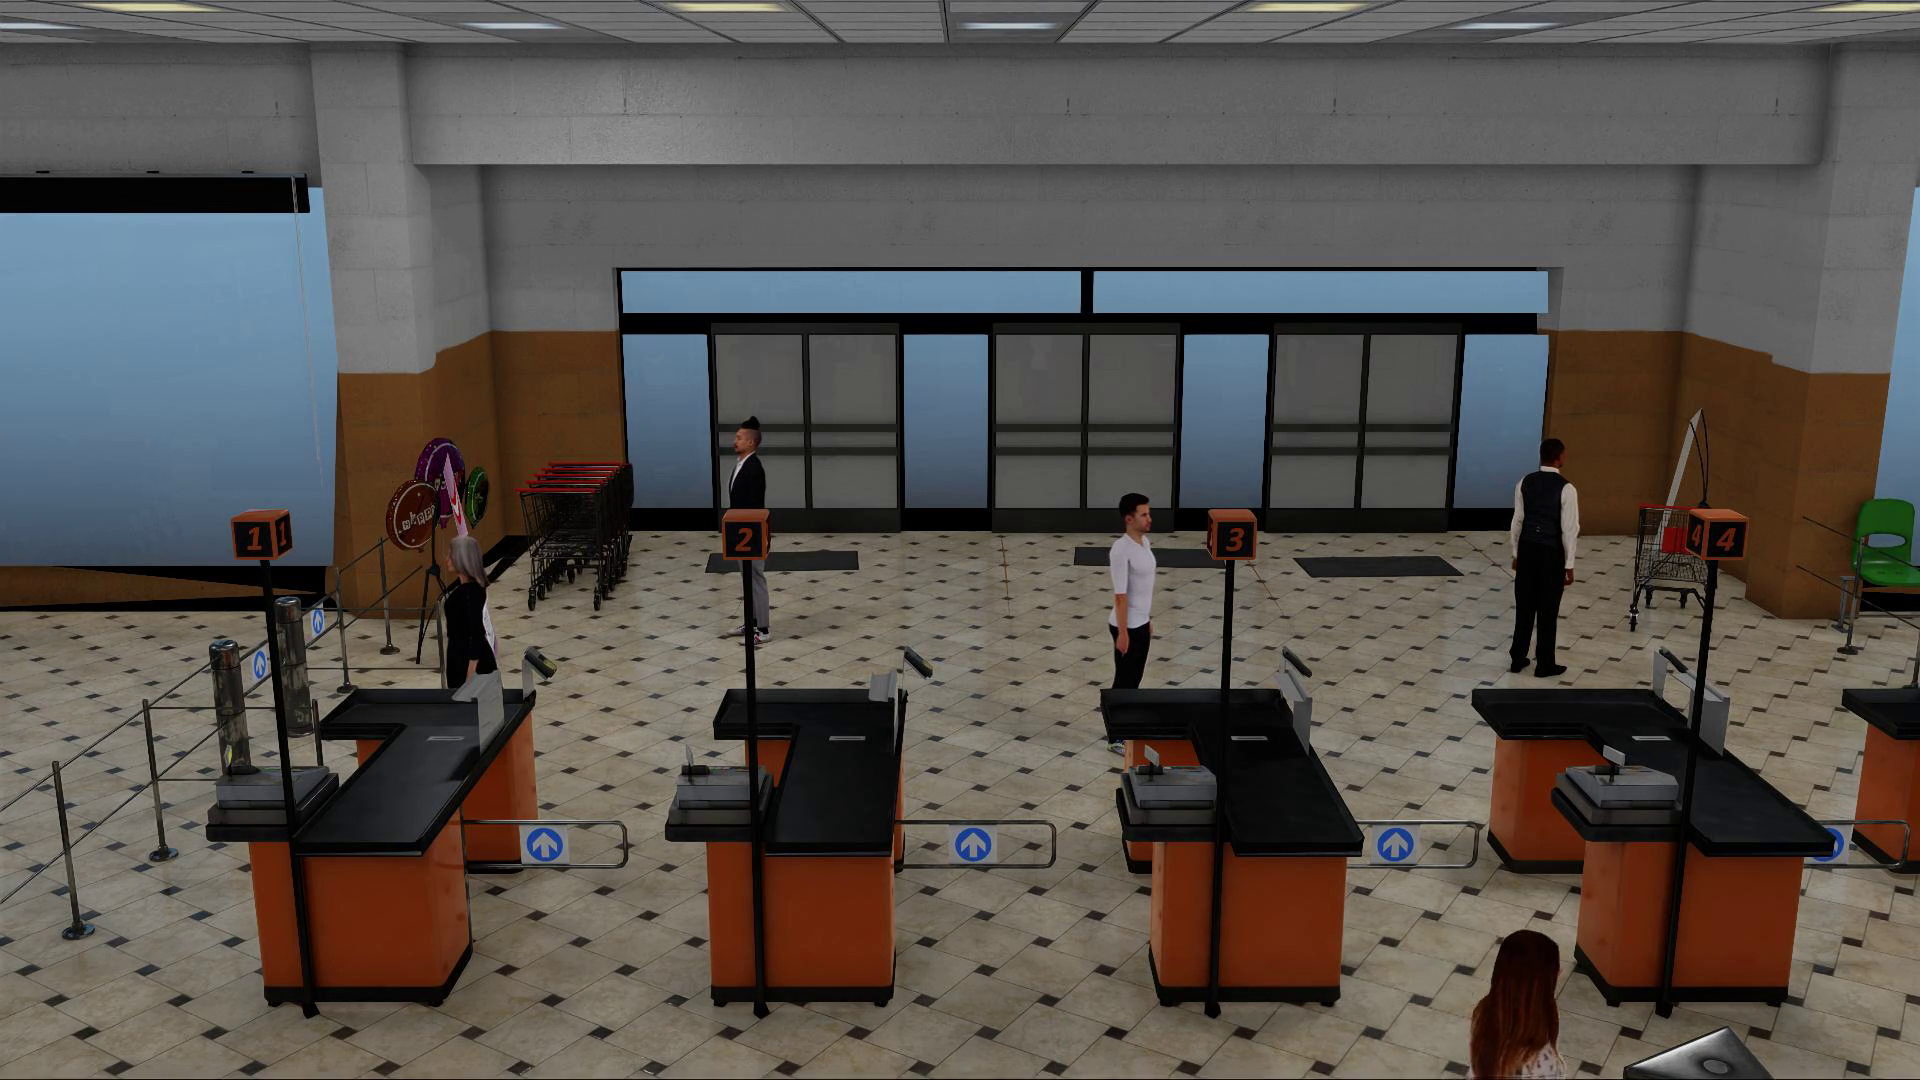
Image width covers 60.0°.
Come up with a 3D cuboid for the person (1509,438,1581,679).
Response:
[{"bbox_3d":[4.662,0.131,13.333,0.832,1.918,0.766,-13,19,-42],"label":"person"}]

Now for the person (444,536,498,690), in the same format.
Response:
[{"bbox_3d":[-3.191,0.822,10.850,0.748,1.746,0.631,-6,15,-22],"label":"person"}]

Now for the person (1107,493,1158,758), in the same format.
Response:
[{"bbox_3d":[1.198,0.575,11.644,0.808,1.851,0.677,7,15,27],"label":"person"}]

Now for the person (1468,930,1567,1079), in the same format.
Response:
[{"bbox_3d":[1.771,2.109,5.598,0.728,1.720,0.717,-3,14,-12],"label":"person"}]

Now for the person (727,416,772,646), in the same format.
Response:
[{"bbox_3d":[-1.783,-0.091,14.182,0.847,1.950,0.693,-6,15,-23],"label":"person"}]
